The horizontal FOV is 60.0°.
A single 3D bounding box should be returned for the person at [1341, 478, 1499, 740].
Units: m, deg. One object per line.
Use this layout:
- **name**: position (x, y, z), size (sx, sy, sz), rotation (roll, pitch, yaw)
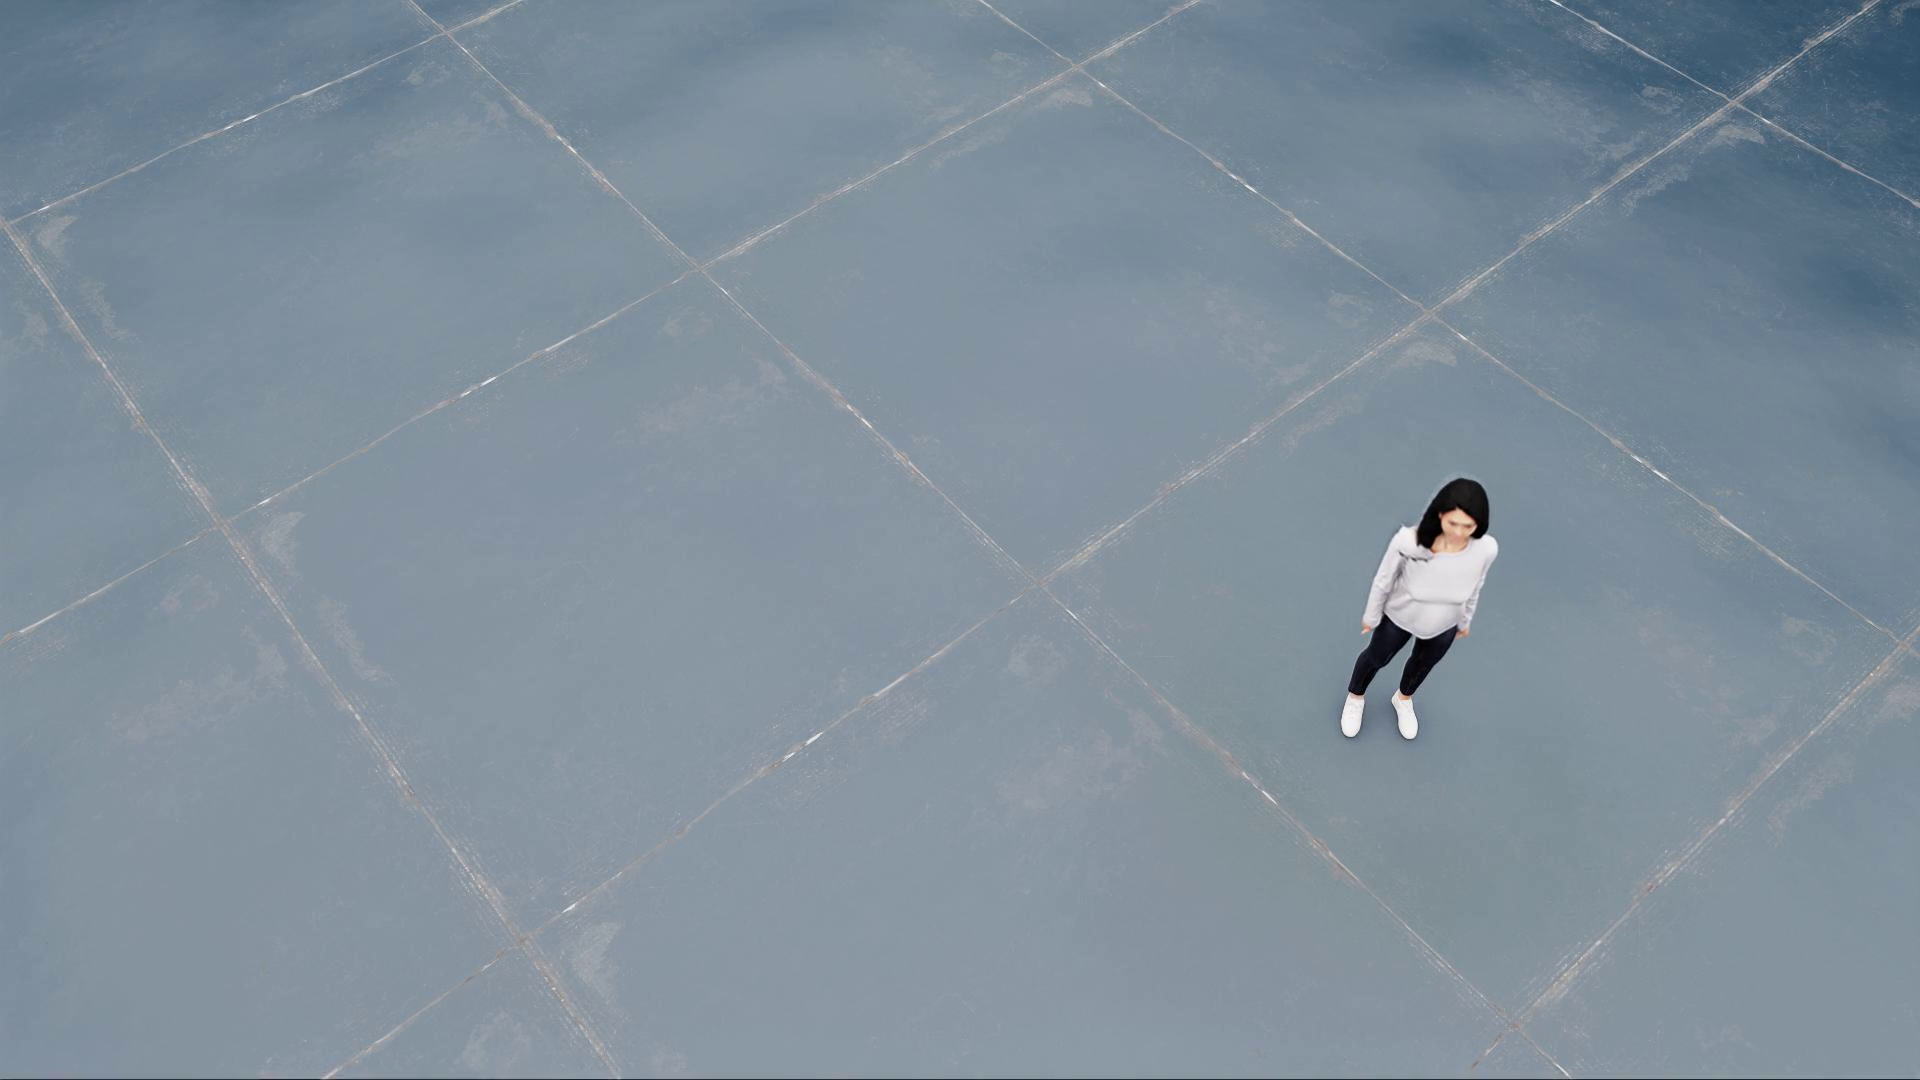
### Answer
- **person**: position (2.004, 0.313, 7.225), size (0.692, 1.700, 0.762), rotation (2, 52, 1)
